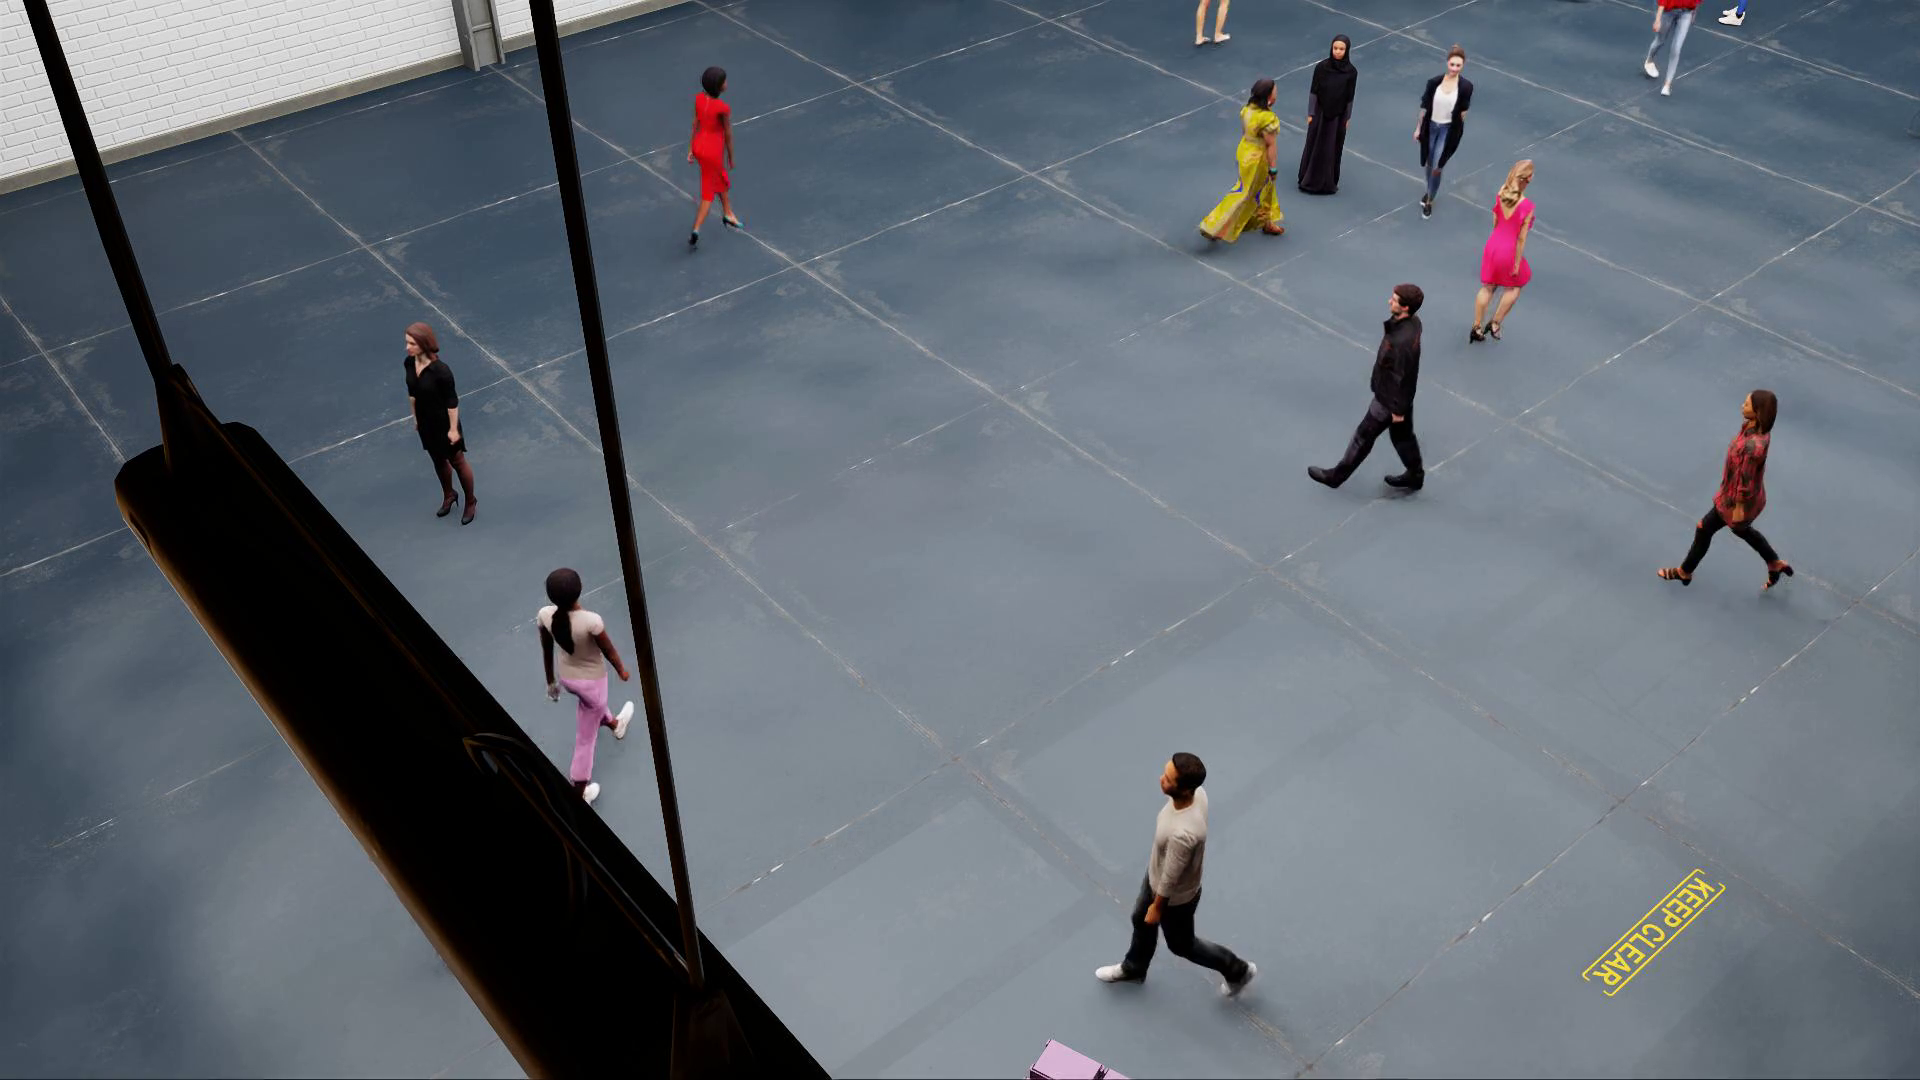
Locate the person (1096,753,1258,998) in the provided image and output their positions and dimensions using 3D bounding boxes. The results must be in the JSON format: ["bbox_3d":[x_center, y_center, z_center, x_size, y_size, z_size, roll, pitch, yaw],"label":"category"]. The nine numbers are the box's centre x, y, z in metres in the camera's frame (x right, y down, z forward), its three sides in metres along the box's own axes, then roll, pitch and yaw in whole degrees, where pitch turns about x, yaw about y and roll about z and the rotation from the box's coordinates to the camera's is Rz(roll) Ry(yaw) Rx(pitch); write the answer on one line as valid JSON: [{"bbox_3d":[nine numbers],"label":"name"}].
[{"bbox_3d":[1.237,1.842,8.862,1.183,1.783,1.105,2,39,2],"label":"person"}]

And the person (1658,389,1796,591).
[{"bbox_3d":[5.543,-0.283,11.615,1.032,1.668,1.143,14,41,16],"label":"person"}]

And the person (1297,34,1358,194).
[{"bbox_3d":[3.704,-4.272,16.652,0.708,1.614,0.752,9,39,11],"label":"person"}]

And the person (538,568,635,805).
[{"bbox_3d":[-2.320,0.940,10.059,0.933,1.698,1.189,14,41,17],"label":"person"}]

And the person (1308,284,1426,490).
[{"bbox_3d":[3.350,-1.077,12.511,1.187,1.790,1.202,9,40,12],"label":"person"}]

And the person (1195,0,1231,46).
[{"bbox_3d":[2.971,-6.692,19.613,0.718,1.701,0.674,-13,40,-16],"label":"person"}]

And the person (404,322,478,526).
[{"bbox_3d":[-3.857,-0.869,12.318,0.650,1.706,0.625,18,42,21],"label":"person"}]

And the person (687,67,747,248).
[{"bbox_3d":[-2.409,-3.582,15.722,0.626,1.698,0.961,27,46,29],"label":"person"}]

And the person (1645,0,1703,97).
[{"bbox_3d":[7.988,-5.858,18.621,1.172,1.635,1.214,0,39,0],"label":"person"}]

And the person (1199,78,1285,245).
[{"bbox_3d":[2.708,-3.522,15.711,1.291,1.618,1.028,-9,39,-11],"label":"person"}]

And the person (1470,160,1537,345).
[{"bbox_3d":[4.602,-2.426,14.263,0.667,1.712,0.629,-20,43,-23],"label":"person"}]

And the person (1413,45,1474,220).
[{"bbox_3d":[4.741,-4.055,16.344,0.769,1.661,0.883,21,43,24],"label":"person"}]
